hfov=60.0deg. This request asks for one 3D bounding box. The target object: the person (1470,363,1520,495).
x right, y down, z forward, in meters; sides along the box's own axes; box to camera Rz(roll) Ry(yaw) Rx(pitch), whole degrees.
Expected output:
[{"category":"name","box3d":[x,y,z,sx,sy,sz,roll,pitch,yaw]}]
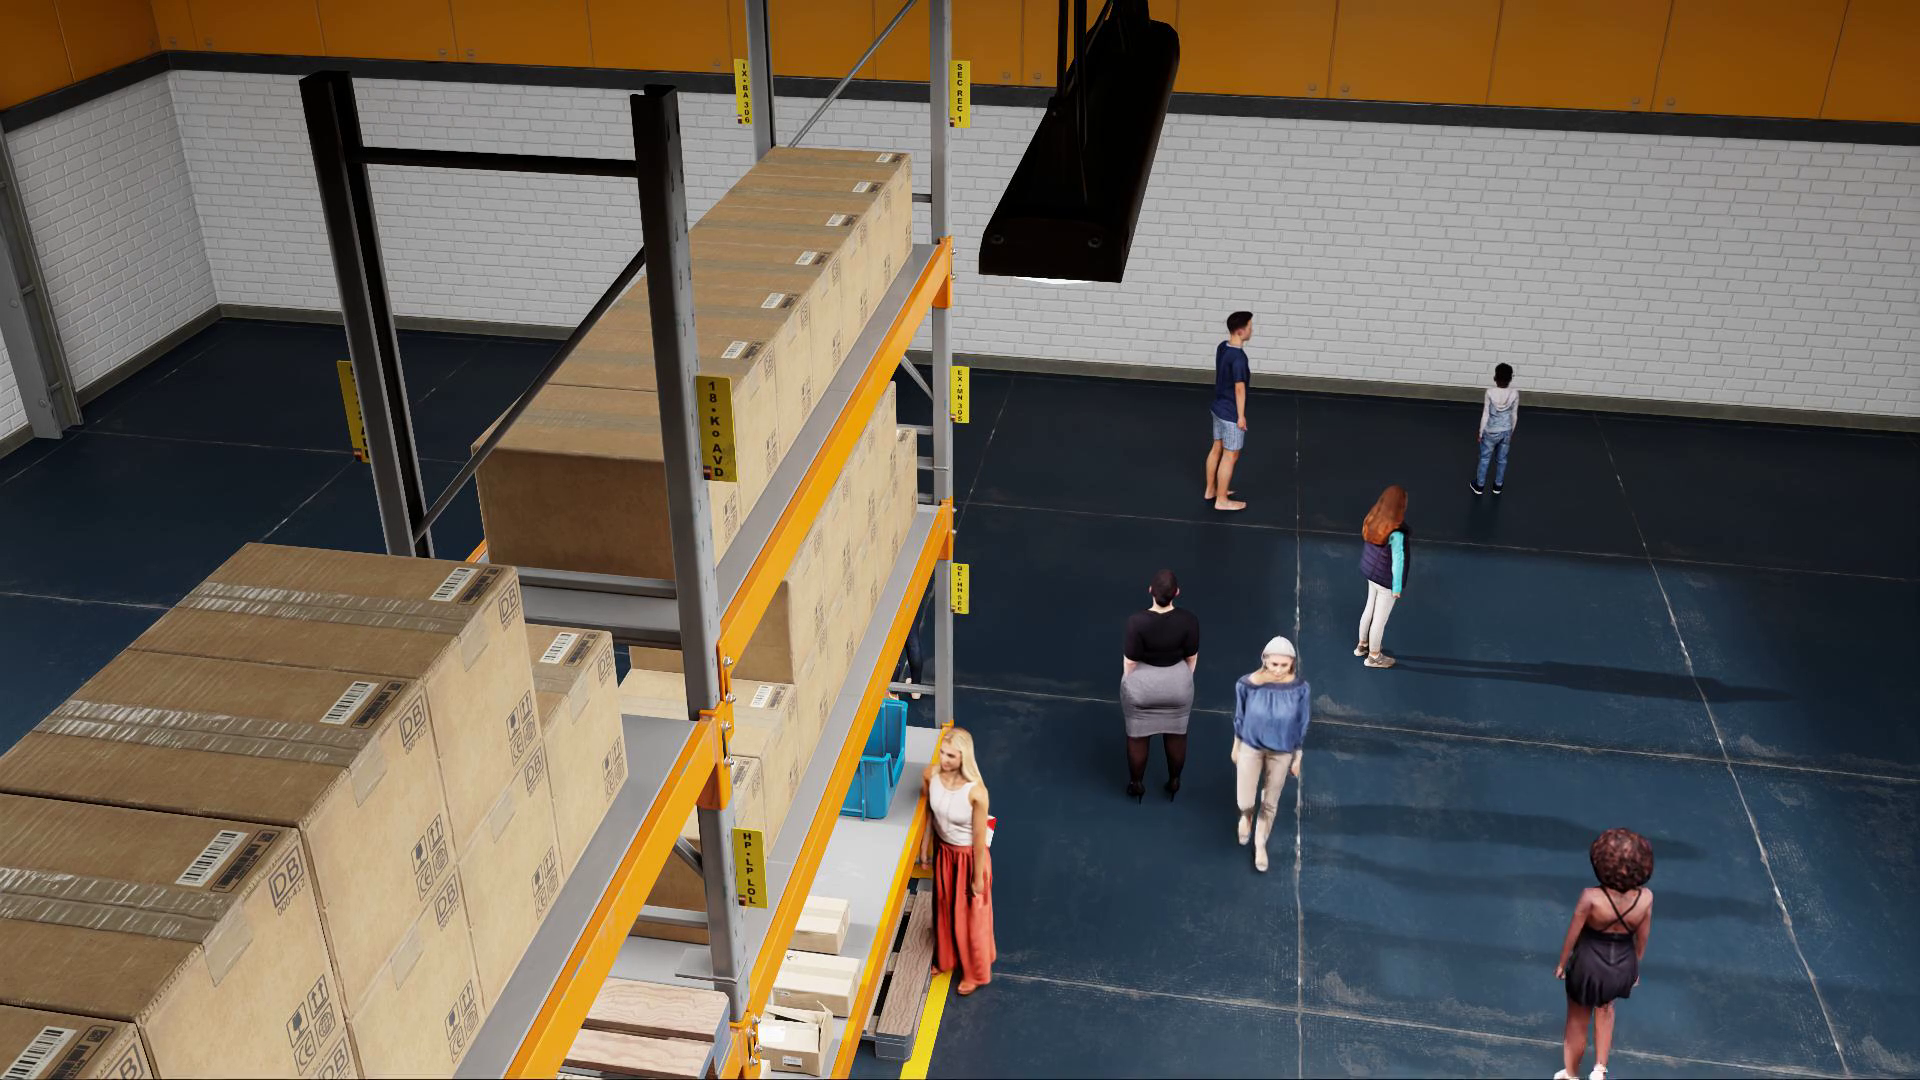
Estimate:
[{"category":"person","box3d":[4.911,-1.016,15.220,0.499,1.260,0.514,2,29,3]}]

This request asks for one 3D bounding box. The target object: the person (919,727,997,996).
[{"category":"person","box3d":[0.001,1.810,9.475,0.717,1.800,0.740,21,35,33]}]

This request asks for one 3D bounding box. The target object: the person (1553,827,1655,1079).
[{"category":"person","box3d":[3.343,2.296,8.605,0.631,1.780,0.680,0,29,0]}]

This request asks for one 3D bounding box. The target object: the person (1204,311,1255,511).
[{"category":"person","box3d":[2.408,-1.167,14.886,0.757,1.844,0.624,-7,29,-13]}]

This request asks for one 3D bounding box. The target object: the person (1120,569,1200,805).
[{"category":"person","box3d":[1.320,0.982,11.035,0.721,1.760,0.695,-2,29,-3]}]

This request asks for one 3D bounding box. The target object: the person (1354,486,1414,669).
[{"category":"person","box3d":[3.215,0.260,12.630,0.726,1.500,0.632,-6,29,-11]}]

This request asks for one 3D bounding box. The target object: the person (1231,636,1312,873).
[{"category":"person","box3d":[1.930,1.292,10.544,0.632,1.686,0.663,3,29,6]}]
